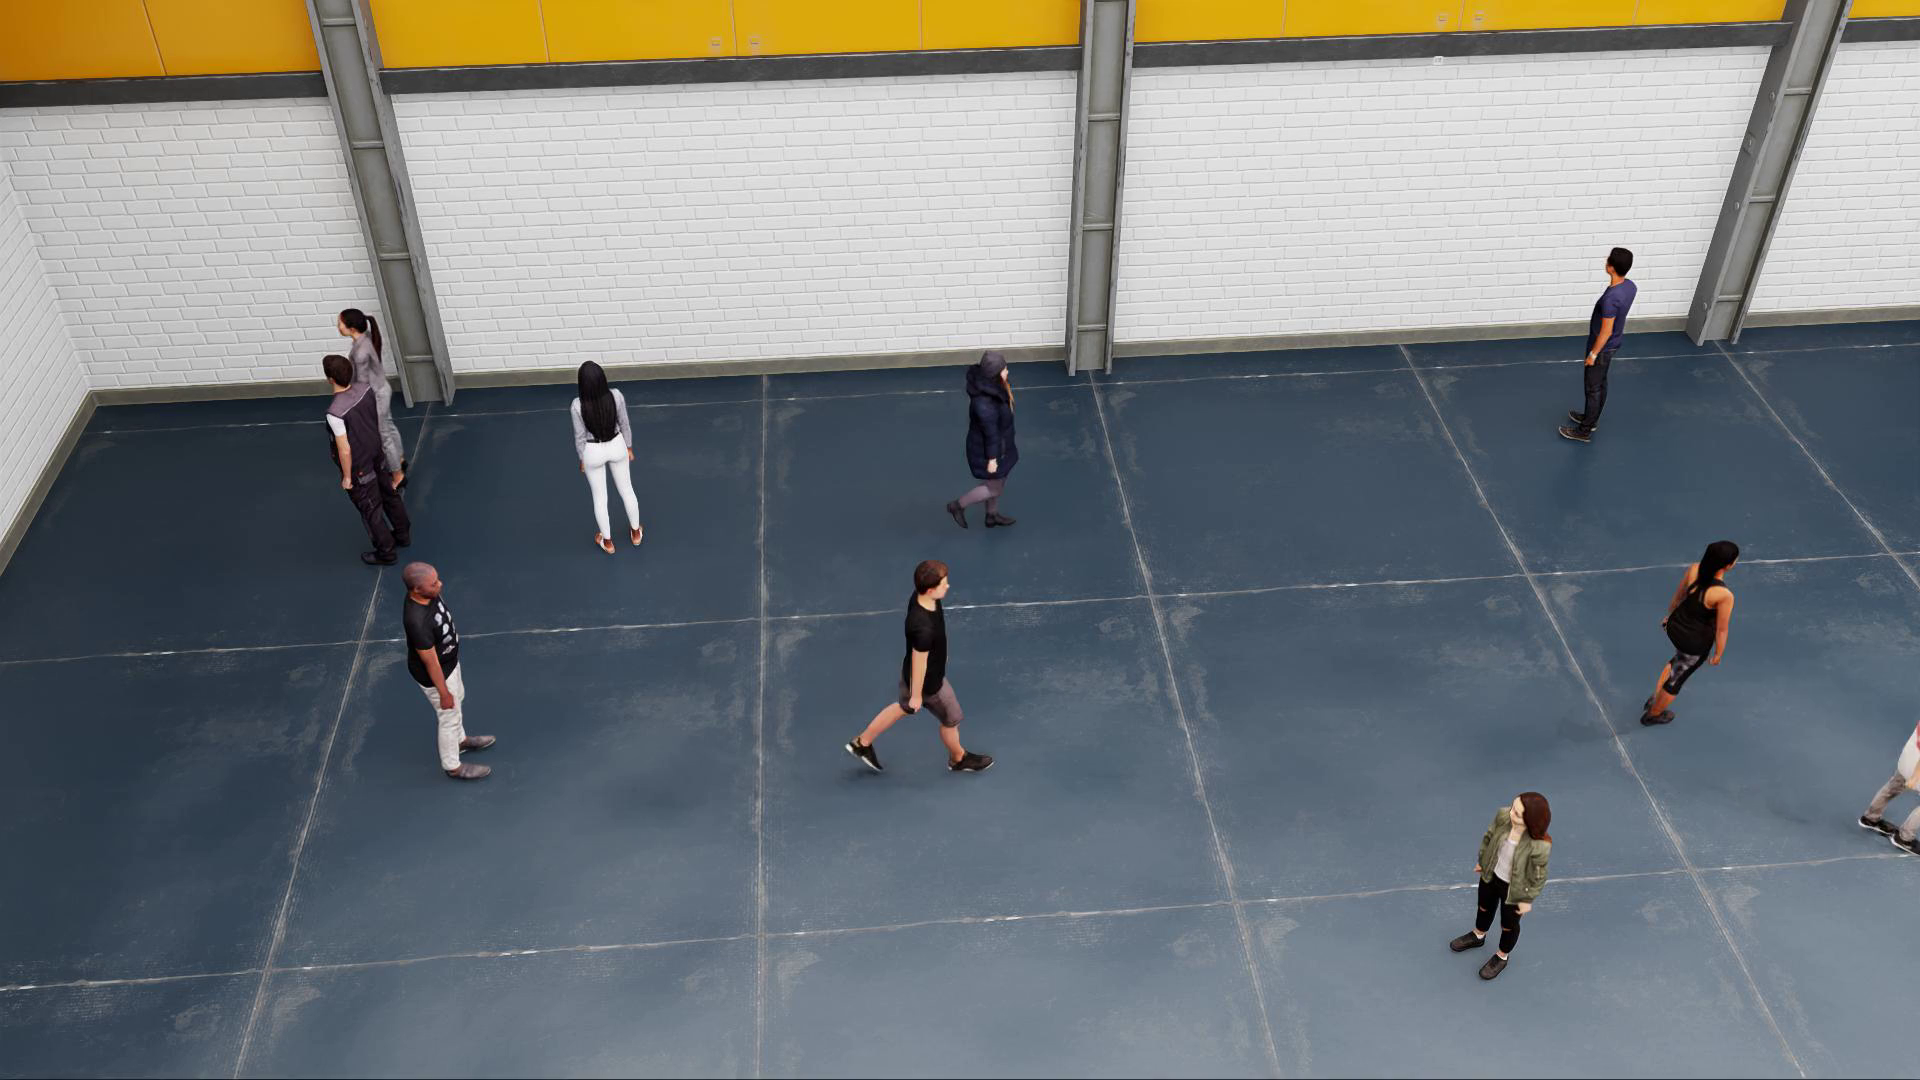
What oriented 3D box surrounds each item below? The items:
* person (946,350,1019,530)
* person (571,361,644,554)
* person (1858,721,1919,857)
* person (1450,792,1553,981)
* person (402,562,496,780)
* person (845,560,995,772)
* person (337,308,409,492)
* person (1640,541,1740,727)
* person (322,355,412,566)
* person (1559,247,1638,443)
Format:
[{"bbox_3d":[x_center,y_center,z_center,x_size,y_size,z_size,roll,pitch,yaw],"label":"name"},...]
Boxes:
[{"bbox_3d":[0.163,-0.735,13.028,0.827,1.661,0.710,1,39,1],"label":"person"},{"bbox_3d":[-2.746,-0.656,12.878,0.577,1.725,0.716,-16,41,-19],"label":"person"},{"bbox_3d":[6.058,1.376,10.573,0.741,1.426,0.653,13,40,15],"label":"person"},{"bbox_3d":[3.215,1.996,9.757,0.634,1.475,0.649,-21,43,-24],"label":"person"},{"bbox_3d":[-3.443,0.846,10.936,0.643,1.800,0.687,-7,39,-9],"label":"person"},{"bbox_3d":[-0.333,0.876,10.883,1.223,1.821,0.674,-3,39,-4],"label":"person"},{"bbox_3d":[-4.747,-1.149,13.535,0.591,1.675,0.628,-6,39,-7],"label":"person"},{"bbox_3d":[4.898,0.654,11.291,0.629,1.657,0.666,-11,40,-14],"label":"person"},{"bbox_3d":[-4.563,-0.619,12.732,0.710,1.848,0.723,12,40,14],"label":"person"},{"bbox_3d":[5.448,-1.650,14.073,0.746,1.786,0.714,23,44,26],"label":"person"}]
